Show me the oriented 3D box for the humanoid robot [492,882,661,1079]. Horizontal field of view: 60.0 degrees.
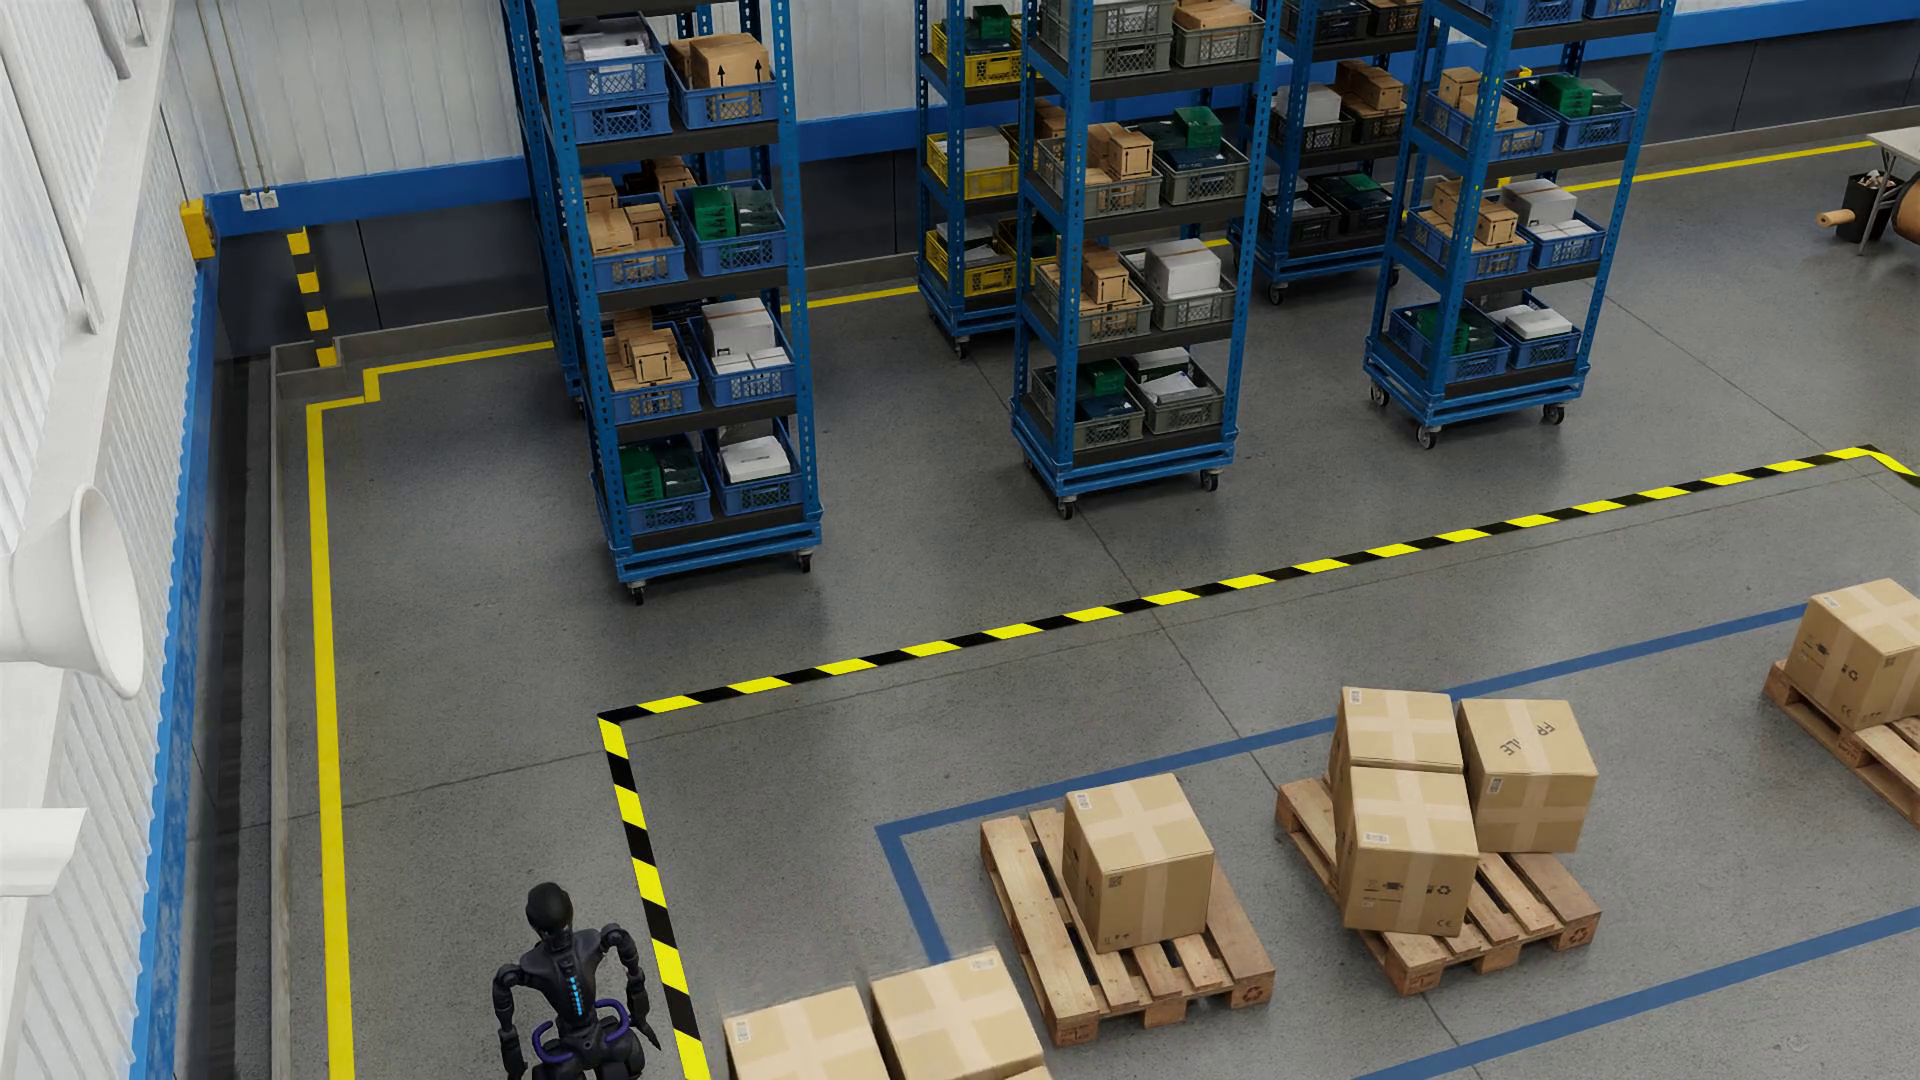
[{"bbox_3d":[-1.402,1.890,6.140,0.599,1.657,0.315,-18,39,-23],"label":"humanoid robot"}]
